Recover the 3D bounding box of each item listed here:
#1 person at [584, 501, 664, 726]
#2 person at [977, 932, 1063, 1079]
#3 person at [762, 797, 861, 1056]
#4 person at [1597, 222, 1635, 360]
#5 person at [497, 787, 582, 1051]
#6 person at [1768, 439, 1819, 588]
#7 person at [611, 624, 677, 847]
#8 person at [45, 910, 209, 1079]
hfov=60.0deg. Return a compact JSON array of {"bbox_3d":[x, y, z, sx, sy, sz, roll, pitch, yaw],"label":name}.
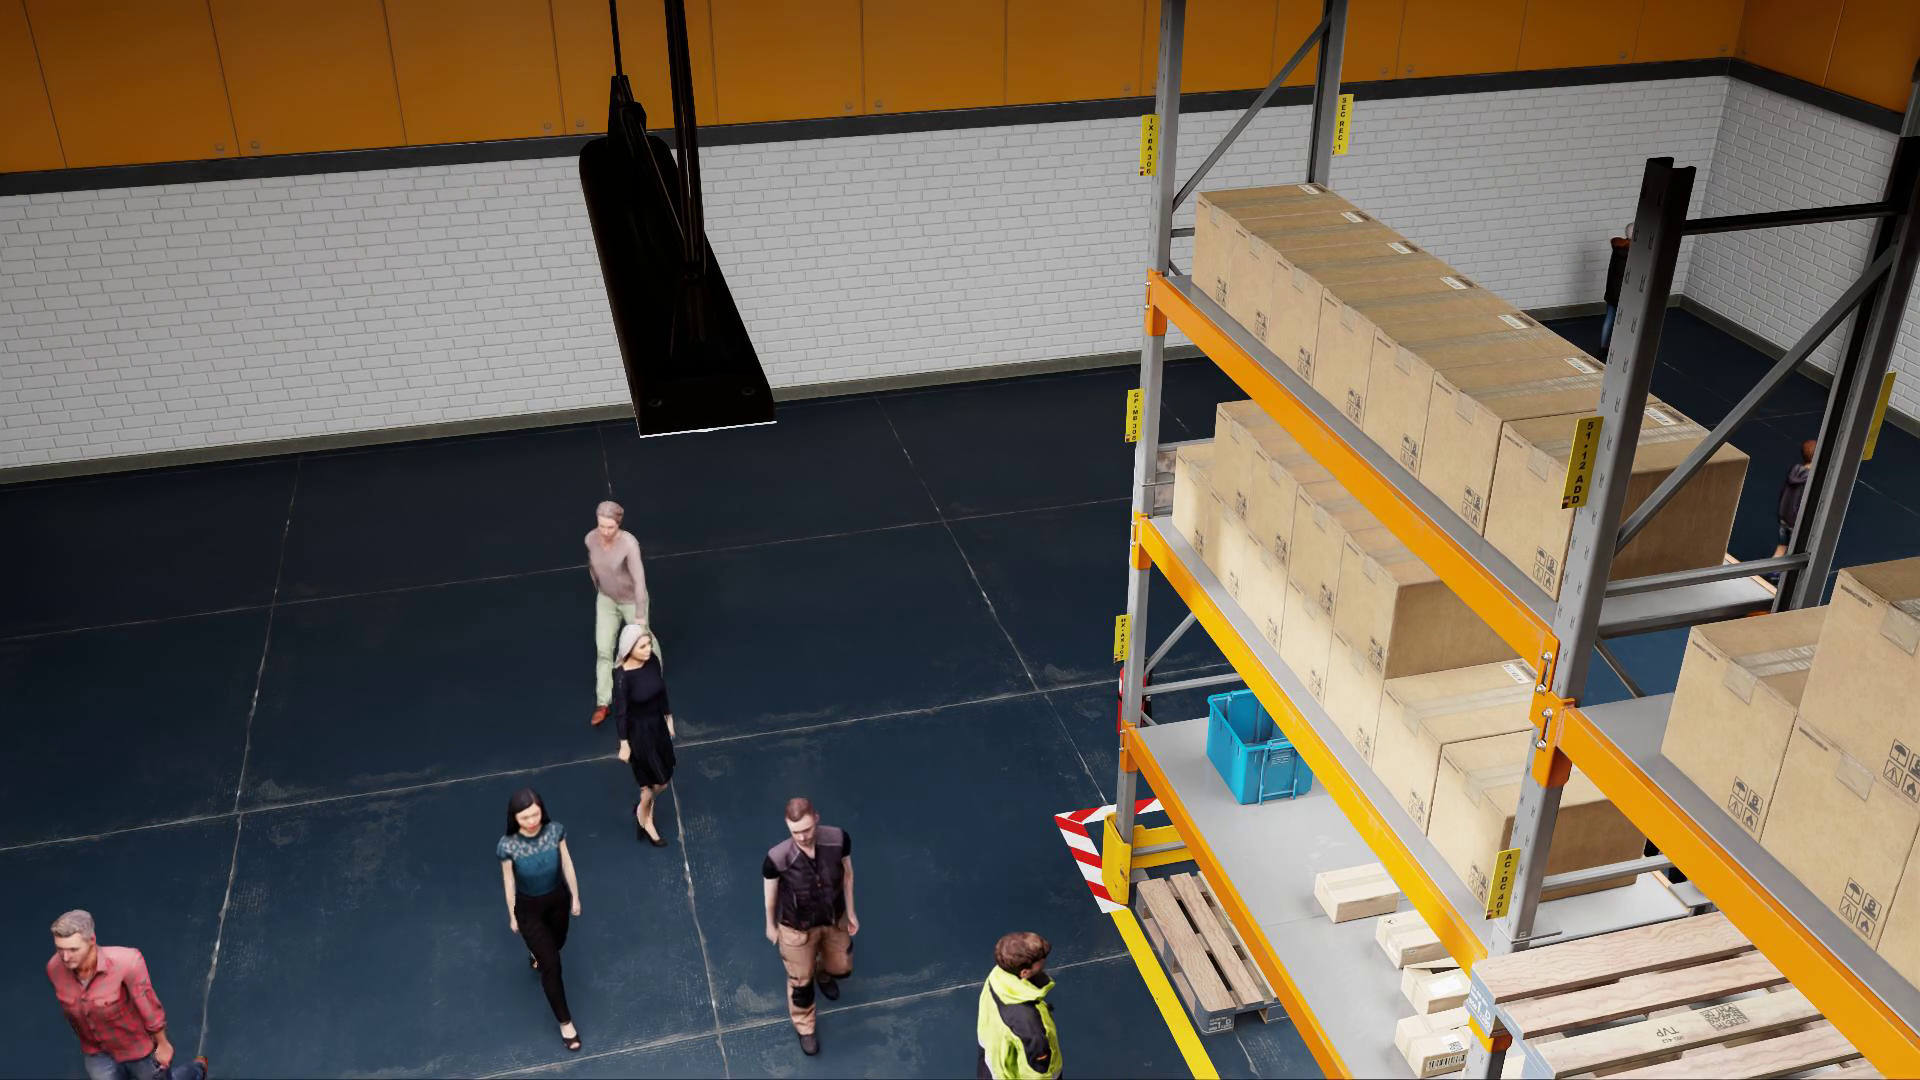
[{"bbox_3d":[-2.540,0.441,12.701,1.094,1.828,1.257,13,31,22],"label":"person"},{"bbox_3d":[0.283,2.735,8.333,0.842,1.983,0.598,-10,30,-18],"label":"person"},{"bbox_3d":[-0.881,2.127,9.617,0.765,1.820,0.876,-14,32,-24],"label":"person"},{"bbox_3d":[7.526,-2.821,18.885,0.771,1.633,0.652,-17,33,-29],"label":"person"},{"bbox_3d":[-2.460,2.128,9.733,0.777,1.709,1.107,-17,33,-28],"label":"person"},{"bbox_3d":[7.143,-0.202,14.282,0.617,1.442,0.508,-5,29,-10],"label":"person"},{"bbox_3d":[-2.188,1.308,11.203,0.830,1.739,0.771,13,31,23],"label":"person"},{"bbox_3d":[-4.384,2.590,8.782,0.840,1.808,1.080,1,29,2],"label":"person"}]
